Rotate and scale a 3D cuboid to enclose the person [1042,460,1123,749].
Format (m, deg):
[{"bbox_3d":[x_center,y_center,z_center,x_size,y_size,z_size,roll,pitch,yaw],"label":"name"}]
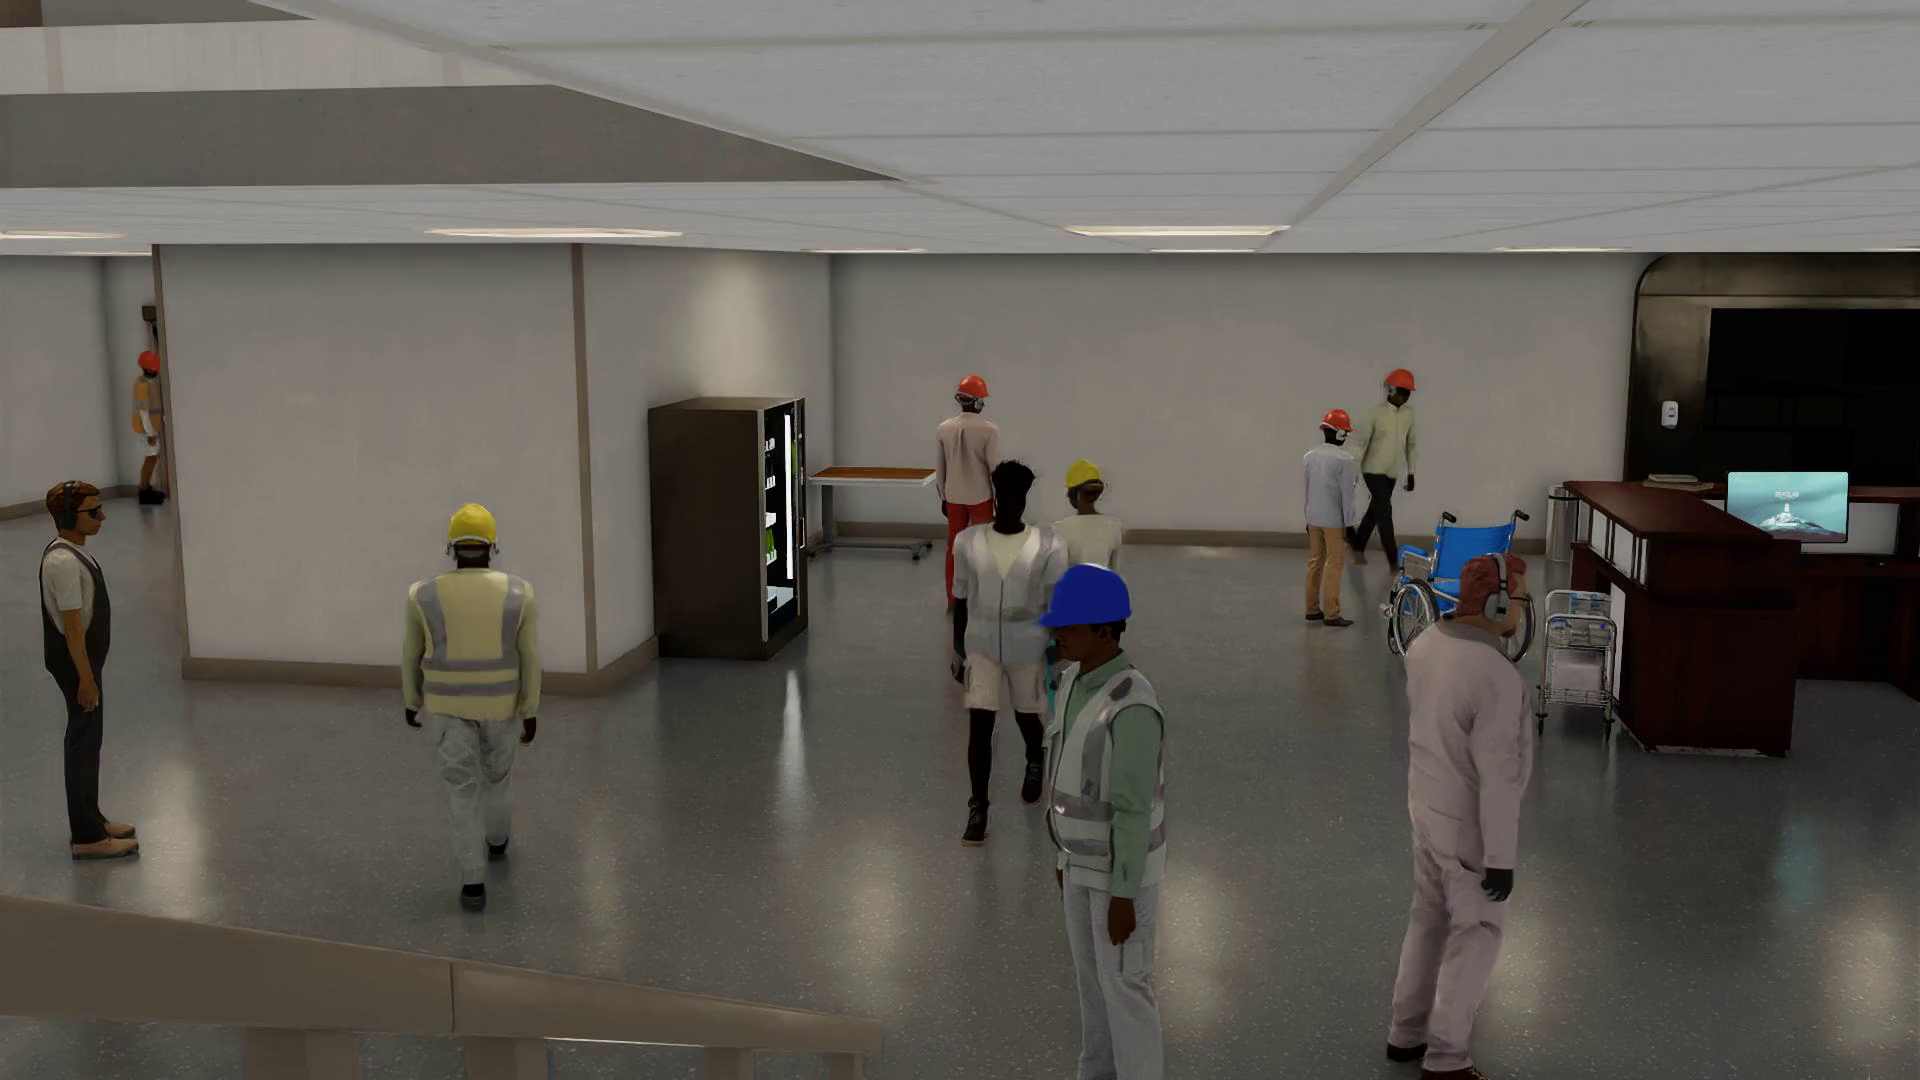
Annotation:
[{"bbox_3d":[0.693,0.410,9.723,0.529,1.749,0.565,-5,10,-28],"label":"person"}]

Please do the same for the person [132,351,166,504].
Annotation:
[{"bbox_3d":[-9.848,-1.365,20.236,0.454,1.886,0.693,-3,10,-17],"label":"person"}]

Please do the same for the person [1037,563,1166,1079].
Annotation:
[{"bbox_3d":[0.443,1.028,5.340,0.419,1.938,0.602,-3,10,-18],"label":"person"}]

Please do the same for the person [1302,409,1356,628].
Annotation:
[{"bbox_3d":[2.984,-0.176,13.344,0.352,1.743,0.564,-5,10,-27],"label":"person"}]

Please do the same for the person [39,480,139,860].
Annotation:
[{"bbox_3d":[-4.251,0.625,8.082,0.335,1.845,0.513,-5,10,-27],"label":"person"}]

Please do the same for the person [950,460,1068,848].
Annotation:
[{"bbox_3d":[0.258,0.521,8.524,0.620,1.923,0.957,2,9,12],"label":"person"}]

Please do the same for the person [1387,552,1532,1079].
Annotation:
[{"bbox_3d":[1.775,0.982,5.778,0.408,1.902,0.662,-2,9,-11],"label":"person"}]

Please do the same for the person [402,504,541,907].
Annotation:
[{"bbox_3d":[-2.247,0.725,7.668,0.602,1.786,0.927,-3,10,-18],"label":"person"}]

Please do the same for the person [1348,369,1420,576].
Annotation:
[{"bbox_3d":[3.985,-0.653,15.717,0.660,1.933,1.054,-5,11,-29],"label":"person"}]

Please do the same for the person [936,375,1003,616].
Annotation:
[{"bbox_3d":[0.092,-0.349,13.634,0.612,1.995,0.382,5,11,29],"label":"person"}]
